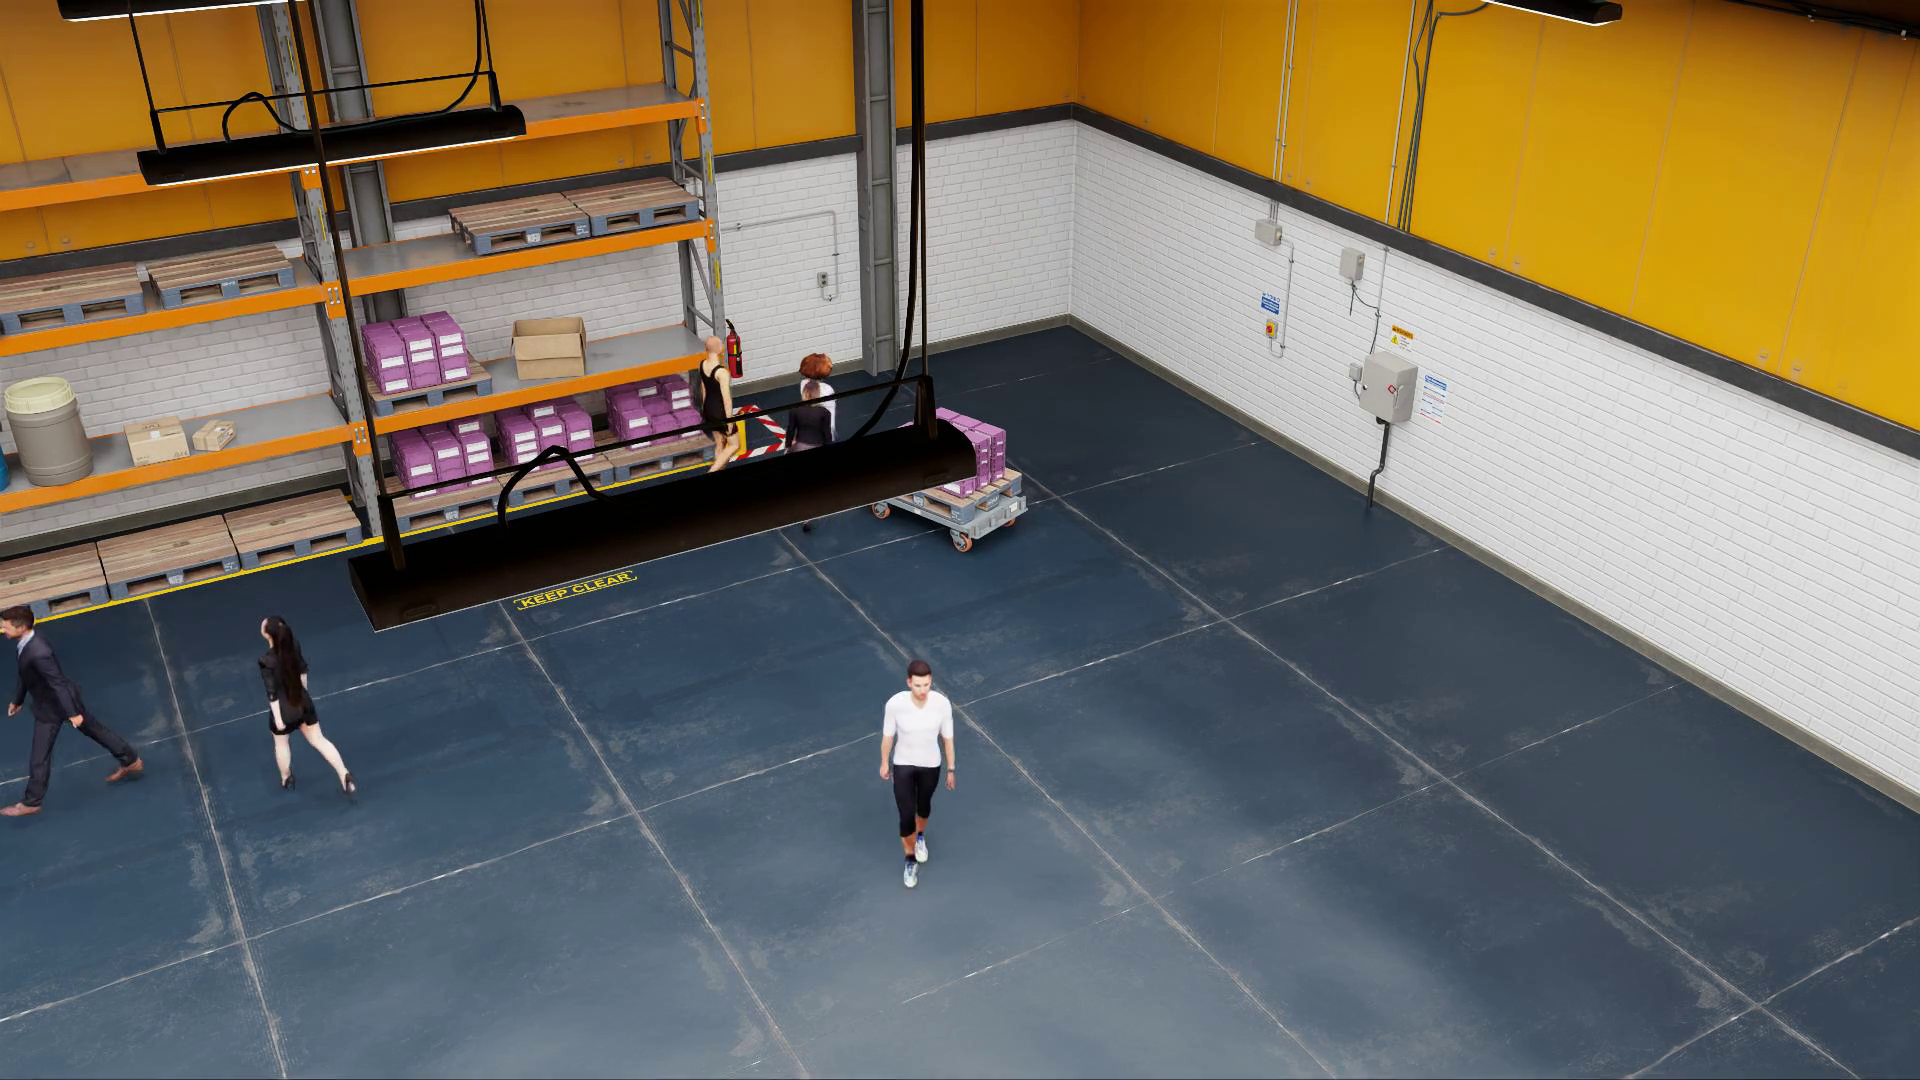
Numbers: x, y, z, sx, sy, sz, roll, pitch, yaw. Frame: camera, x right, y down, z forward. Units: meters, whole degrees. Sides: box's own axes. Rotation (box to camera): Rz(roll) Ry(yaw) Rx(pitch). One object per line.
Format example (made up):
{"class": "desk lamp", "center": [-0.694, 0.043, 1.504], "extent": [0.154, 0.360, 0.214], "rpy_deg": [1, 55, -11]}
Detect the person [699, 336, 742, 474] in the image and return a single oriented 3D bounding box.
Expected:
{"class": "person", "center": [-2.686, -1.332, 18.050], "extent": [0.793, 1.803, 0.916], "rpy_deg": [24, 36, 36]}

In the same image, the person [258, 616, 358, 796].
{"class": "person", "center": [-5.229, 1.370, 13.243], "extent": [1.026, 1.664, 1.051], "rpy_deg": [13, 31, 22]}

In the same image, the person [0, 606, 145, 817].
{"class": "person", "center": [-7.095, 1.295, 13.236], "extent": [1.304, 1.803, 0.654], "rpy_deg": [-18, 33, -29]}

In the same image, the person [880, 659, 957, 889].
{"class": "person", "center": [-0.337, 1.638, 12.577], "extent": [0.940, 1.831, 0.949], "rpy_deg": [-4, 29, -8]}

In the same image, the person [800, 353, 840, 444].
{"class": "person", "center": [-1.582, -1.164, 17.870], "extent": [0.962, 1.681, 1.154], "rpy_deg": [17, 33, 28]}

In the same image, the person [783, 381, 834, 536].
{"class": "person", "center": [-1.552, -0.816, 17.276], "extent": [0.983, 1.639, 1.017], "rpy_deg": [0, 29, 0]}
